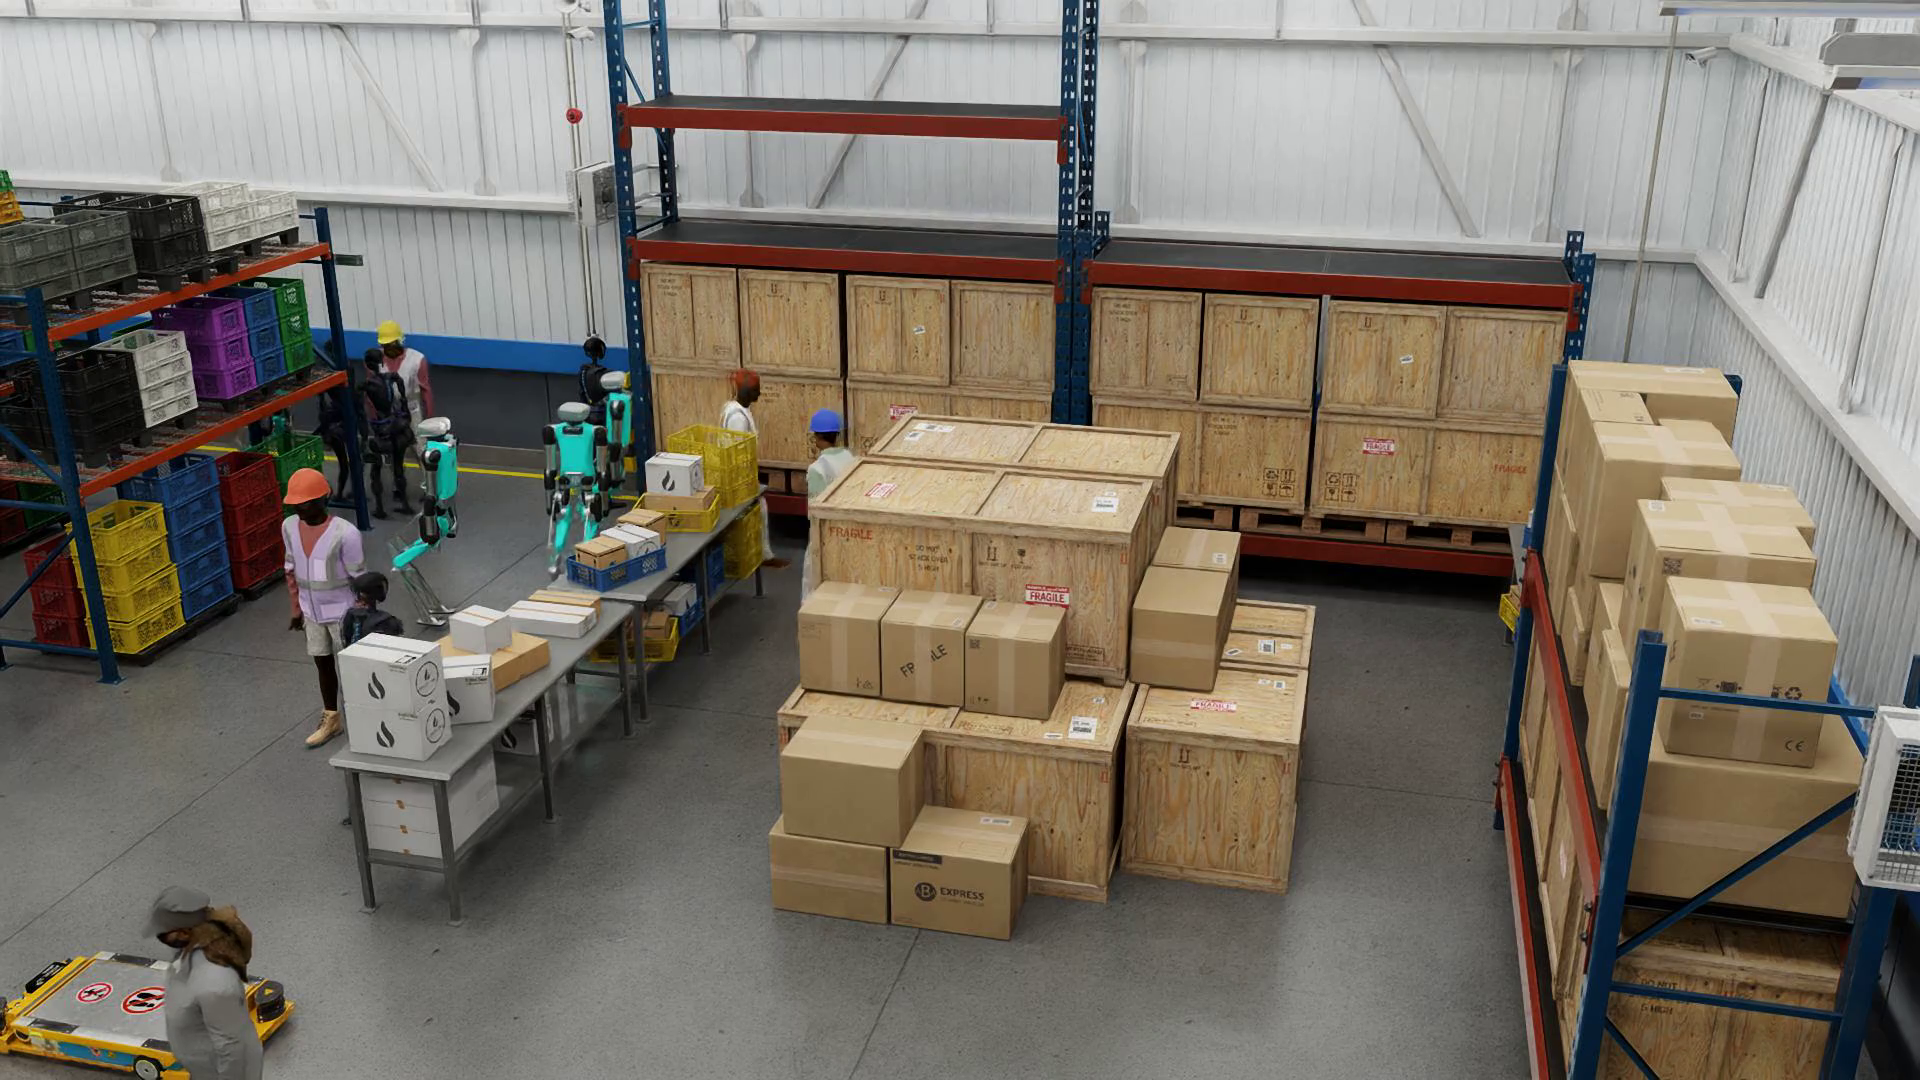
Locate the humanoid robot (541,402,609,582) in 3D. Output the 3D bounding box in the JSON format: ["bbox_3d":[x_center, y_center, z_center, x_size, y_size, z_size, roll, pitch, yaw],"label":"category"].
[{"bbox_3d":[-3.122,-0.159,13.469,0.542,1.834,0.685,0,21,0],"label":"humanoid robot"}]

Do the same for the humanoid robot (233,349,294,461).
[{"bbox_3d":[-6.727,-1.127,15.938,0.823,1.768,0.536,2,21,6],"label":"humanoid robot"}]

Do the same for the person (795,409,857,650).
[{"bbox_3d":[-1.017,-0.066,12.906,0.435,1.918,0.646,12,24,29],"label":"person"}]

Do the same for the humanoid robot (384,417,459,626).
[{"bbox_3d":[-4.317,-0.155,13.254,0.734,1.691,0.531,1,21,4],"label":"humanoid robot"}]

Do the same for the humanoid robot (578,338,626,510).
[{"bbox_3d":[-3.480,-1.131,16.011,0.599,1.657,0.315,19,28,40],"label":"humanoid robot"}]

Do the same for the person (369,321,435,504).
[{"bbox_3d":[-5.402,-1.242,16.133,0.628,1.818,0.410,1,21,3],"label":"person"}]

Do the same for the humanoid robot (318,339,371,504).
[{"bbox_3d":[-5.966,-1.132,16.036,0.312,1.645,0.610,6,22,15],"label":"humanoid robot"}]

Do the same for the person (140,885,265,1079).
[{"bbox_3d":[-3.156,2.234,7.109,0.407,1.760,0.564,-13,25,-31],"label":"person"}]

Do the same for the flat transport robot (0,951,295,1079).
[{"bbox_3d":[-4.270,2.464,8.601,1.431,0.231,0.659,5,22,13],"label":"flat transport robot"}]

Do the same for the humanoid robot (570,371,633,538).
[{"bbox_3d":[-3.168,-0.619,14.482,0.729,1.707,0.531,-2,21,-5],"label":"humanoid robot"}]

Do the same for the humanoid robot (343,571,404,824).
[{"bbox_3d":[-3.701,0.973,10.608,0.599,1.633,0.798,11,23,26],"label":"humanoid robot"}]

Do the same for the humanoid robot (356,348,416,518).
[{"bbox_3d":[-5.444,-1.022,15.742,0.381,1.649,0.612,13,25,31],"label":"humanoid robot"}]

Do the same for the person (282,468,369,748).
[{"bbox_3d":[-4.297,0.483,11.300,0.606,2.044,0.388,7,22,17],"label":"person"}]

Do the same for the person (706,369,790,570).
[{"bbox_3d":[-1.963,-0.575,14.343,0.839,1.851,0.605,0,21,-1],"label":"person"}]
